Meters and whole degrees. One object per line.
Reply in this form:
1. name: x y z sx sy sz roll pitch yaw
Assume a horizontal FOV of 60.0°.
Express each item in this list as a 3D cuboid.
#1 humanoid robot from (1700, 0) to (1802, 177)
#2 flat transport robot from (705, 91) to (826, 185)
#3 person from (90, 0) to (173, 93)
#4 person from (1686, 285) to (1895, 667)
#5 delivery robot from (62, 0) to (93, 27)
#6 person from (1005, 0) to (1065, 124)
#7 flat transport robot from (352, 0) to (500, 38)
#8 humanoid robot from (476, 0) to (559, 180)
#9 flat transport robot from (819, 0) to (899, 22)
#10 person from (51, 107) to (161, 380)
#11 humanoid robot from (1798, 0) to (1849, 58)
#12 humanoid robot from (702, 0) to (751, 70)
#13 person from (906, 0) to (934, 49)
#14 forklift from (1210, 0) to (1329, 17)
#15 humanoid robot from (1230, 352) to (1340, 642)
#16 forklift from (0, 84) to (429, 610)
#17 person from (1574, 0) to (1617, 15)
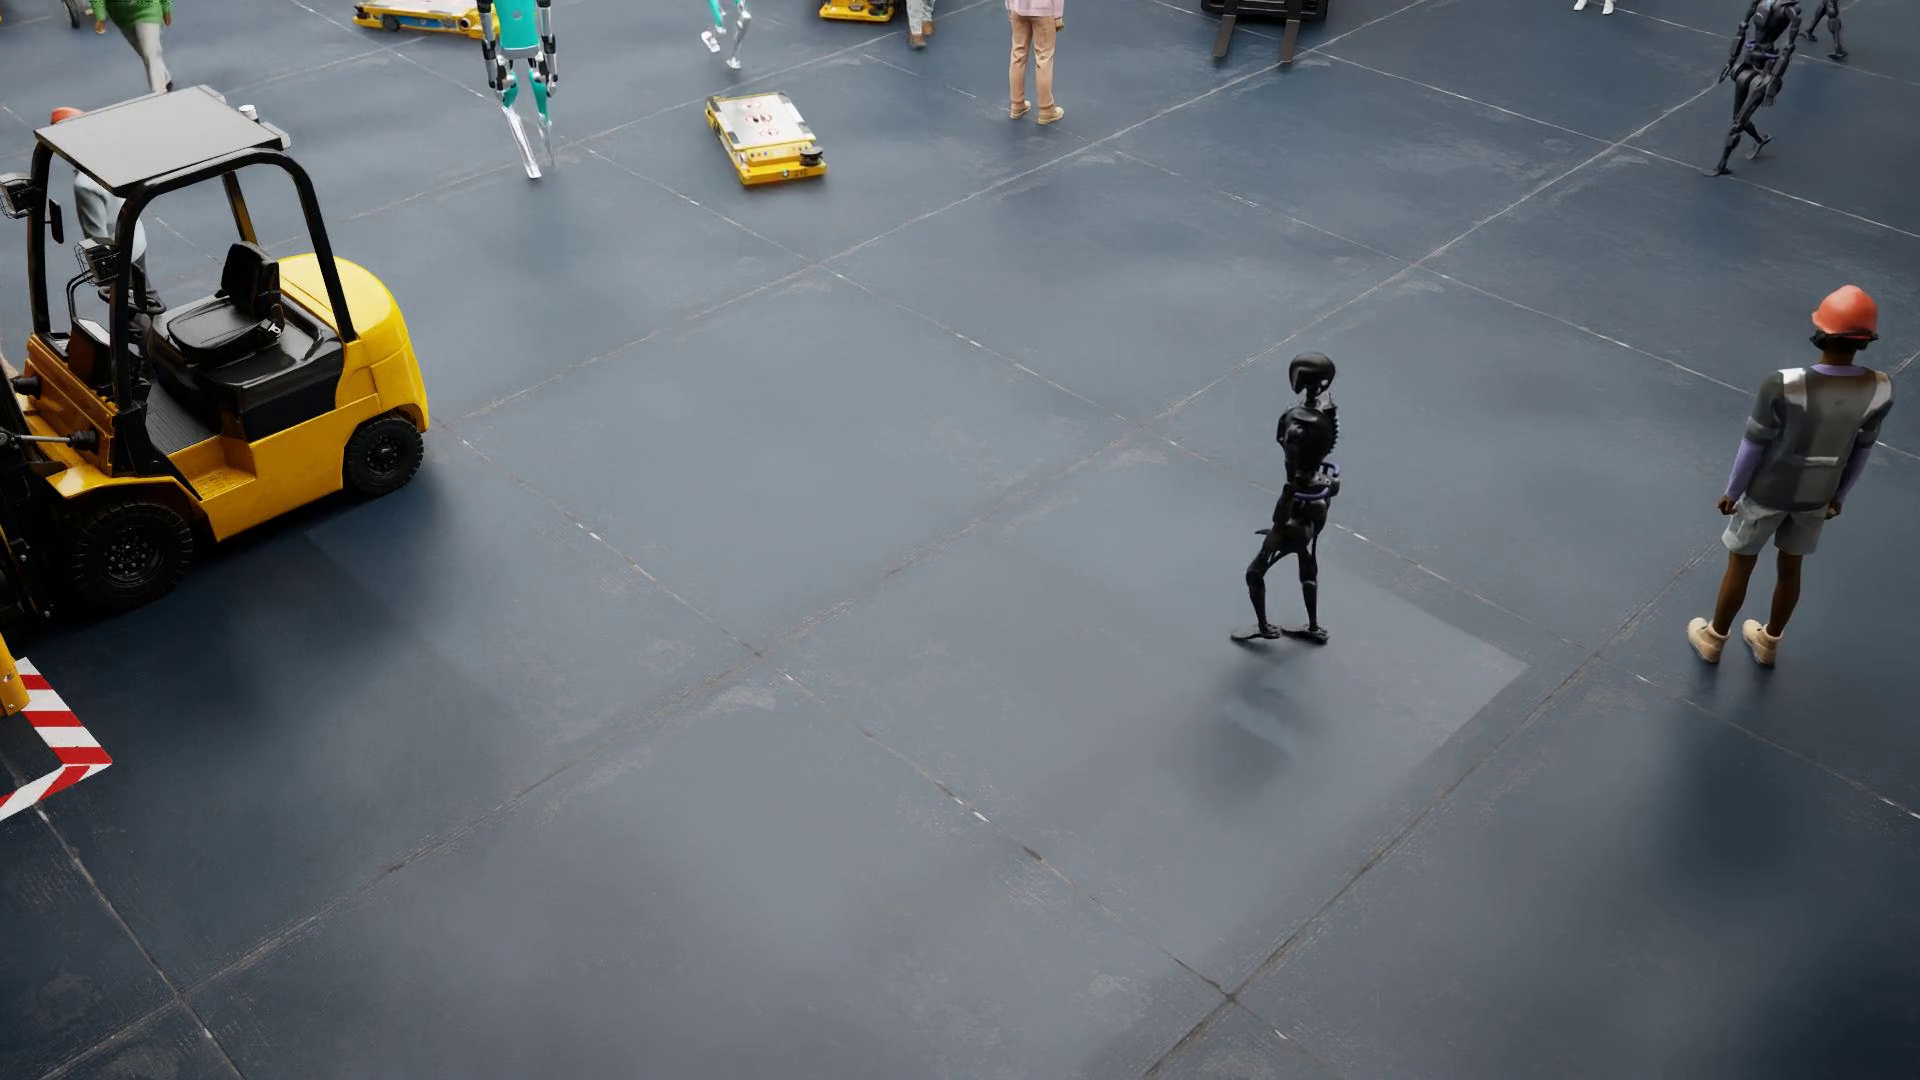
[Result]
1. humanoid robot: 6.128 -3.602 12.664 0.704 1.636 0.585 -13 39 -16
2. flat transport robot: -1.580 -3.249 13.346 0.659 0.231 1.431 -12 38 -15
3. person: -6.736 -4.336 13.570 0.544 1.715 0.982 -4 37 -6
4. person: 3.926 -0.265 7.885 0.598 2.035 0.400 -1 37 -1
5. delivery robot: -8.310 -5.237 15.759 0.499 0.583 0.765 -25 43 -30
6. person: 0.588 -4.250 13.420 0.524 1.784 0.407 21 42 26
7. flat transport robot: -4.918 -4.973 15.654 1.431 0.231 0.659 9 38 12
8. humanoid robot: -3.302 -3.485 12.531 0.542 1.901 0.722 -13 39 -16
9. flat transport robot: -0.876 -5.379 16.197 0.659 0.231 1.431 6 37 8
10. person: -5.183 -1.807 10.187 0.347 1.739 0.571 -3 37 -4
11. humanoid robot: 7.873 -5.147 14.764 0.593 1.638 0.787 -10 38 -13
12. humanoid robot: -2.088 -4.884 14.311 0.563 1.745 0.991 -13 39 -17
13. person: -0.329 -5.375 14.823 0.666 1.901 0.786 -5 37 -6
14. forklift: 3.106 -6.400 15.960 1.214 2.155 2.313 8 37 10
15. humanoid robot: 1.640 -0.177 8.056 0.464 1.645 0.610 17 40 22
16. forklift: -4.145 -1.093 8.856 2.313 2.155 1.214 -31 47 -34
17. person: 6.110 -5.782 15.596 0.519 1.633 0.315 17 40 21
